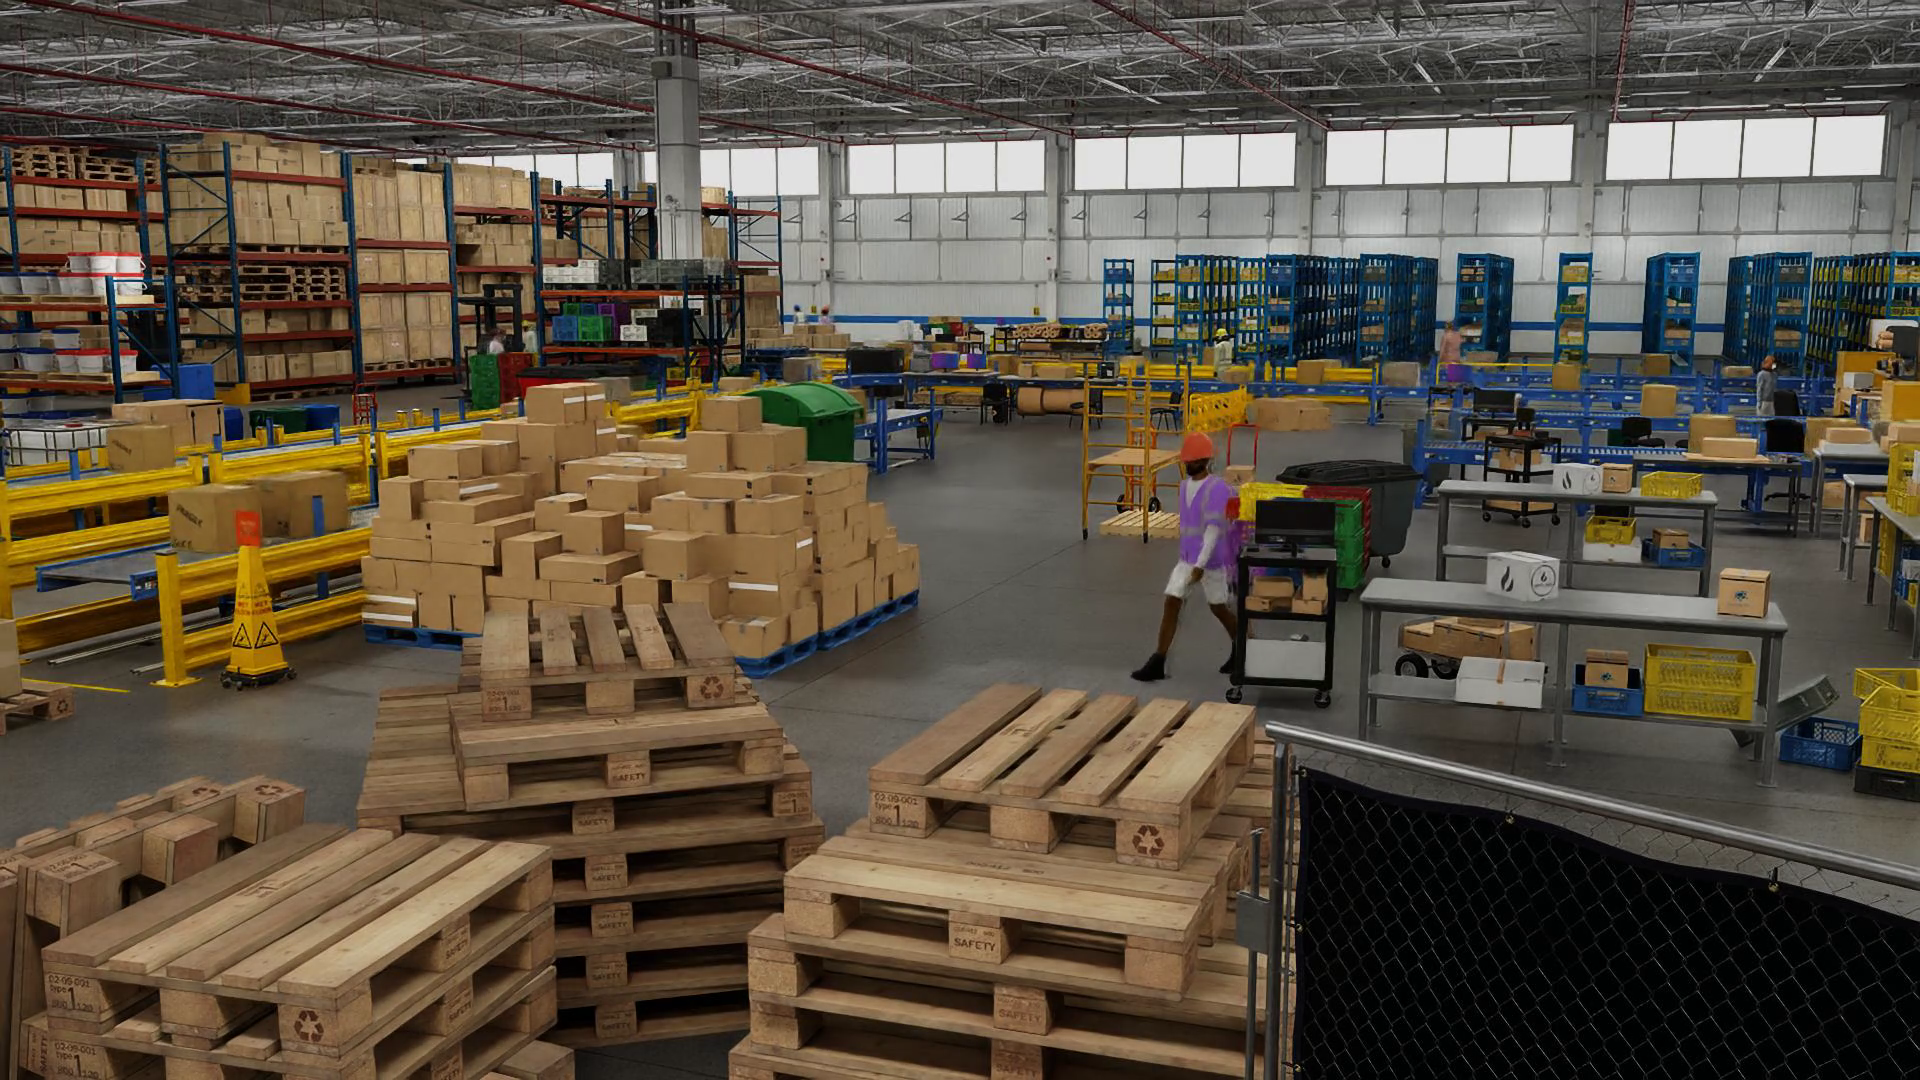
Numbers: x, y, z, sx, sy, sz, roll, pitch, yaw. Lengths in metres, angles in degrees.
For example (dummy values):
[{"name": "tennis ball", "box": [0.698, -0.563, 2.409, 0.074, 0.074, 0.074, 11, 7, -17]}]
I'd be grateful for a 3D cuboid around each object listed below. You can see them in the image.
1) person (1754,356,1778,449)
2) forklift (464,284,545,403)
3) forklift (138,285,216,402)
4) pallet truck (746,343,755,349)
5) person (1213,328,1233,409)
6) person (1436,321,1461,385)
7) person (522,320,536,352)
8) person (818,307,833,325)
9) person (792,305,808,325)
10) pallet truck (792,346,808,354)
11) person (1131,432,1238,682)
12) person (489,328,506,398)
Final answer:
[{"name": "person", "box": [14.127, -2.410, 29.126, 0.497, 1.633, 0.283, -6, 11, -31]}, {"name": "forklift", "box": [-10.832, -4.702, 39.610, 1.129, 2.768, 1.873, 3, 10, 20]}, {"name": "forklift", "box": [-17.480, -4.200, 36.461, 1.873, 2.768, 1.129, 3, 10, 19]}, {"name": "pallet truck", "box": [-6.183, -4.618, 44.264, 1.601, 1.201, 0.680, -9, 12, -43]}, {"name": "person", "box": [5.973, -3.903, 37.899, 0.403, 1.826, 0.591, 8, 12, 41]}, {"name": "person", "box": [12.082, -4.496, 41.409, 0.663, 1.879, 0.782, -7, 11, -38]}, {"name": "person", "box": [-12.475, -5.452, 47.859, 0.510, 1.749, 0.373, 2, 9, 11]}, {"name": "person", "box": [-4.546, -6.691, 54.892, 0.476, 1.994, 0.691, 6, 11, 32]}, {"name": "person", "box": [-6.223, -8.286, 65.227, 0.691, 1.888, 0.947, -5, 10, -27]}, {"name": "pallet truck", "box": [-3.705, -4.298, 42.022, 0.653, 1.274, 1.630, 3, 10, 20]}, {"name": "person", "box": [1.805, 0.121, 12.463, 1.015, 1.883, 0.542, -6, 11, -34]}, {"name": "person", "box": [-10.133, -3.698, 36.468, 0.444, 1.879, 0.662, -4, 10, -22]}]
